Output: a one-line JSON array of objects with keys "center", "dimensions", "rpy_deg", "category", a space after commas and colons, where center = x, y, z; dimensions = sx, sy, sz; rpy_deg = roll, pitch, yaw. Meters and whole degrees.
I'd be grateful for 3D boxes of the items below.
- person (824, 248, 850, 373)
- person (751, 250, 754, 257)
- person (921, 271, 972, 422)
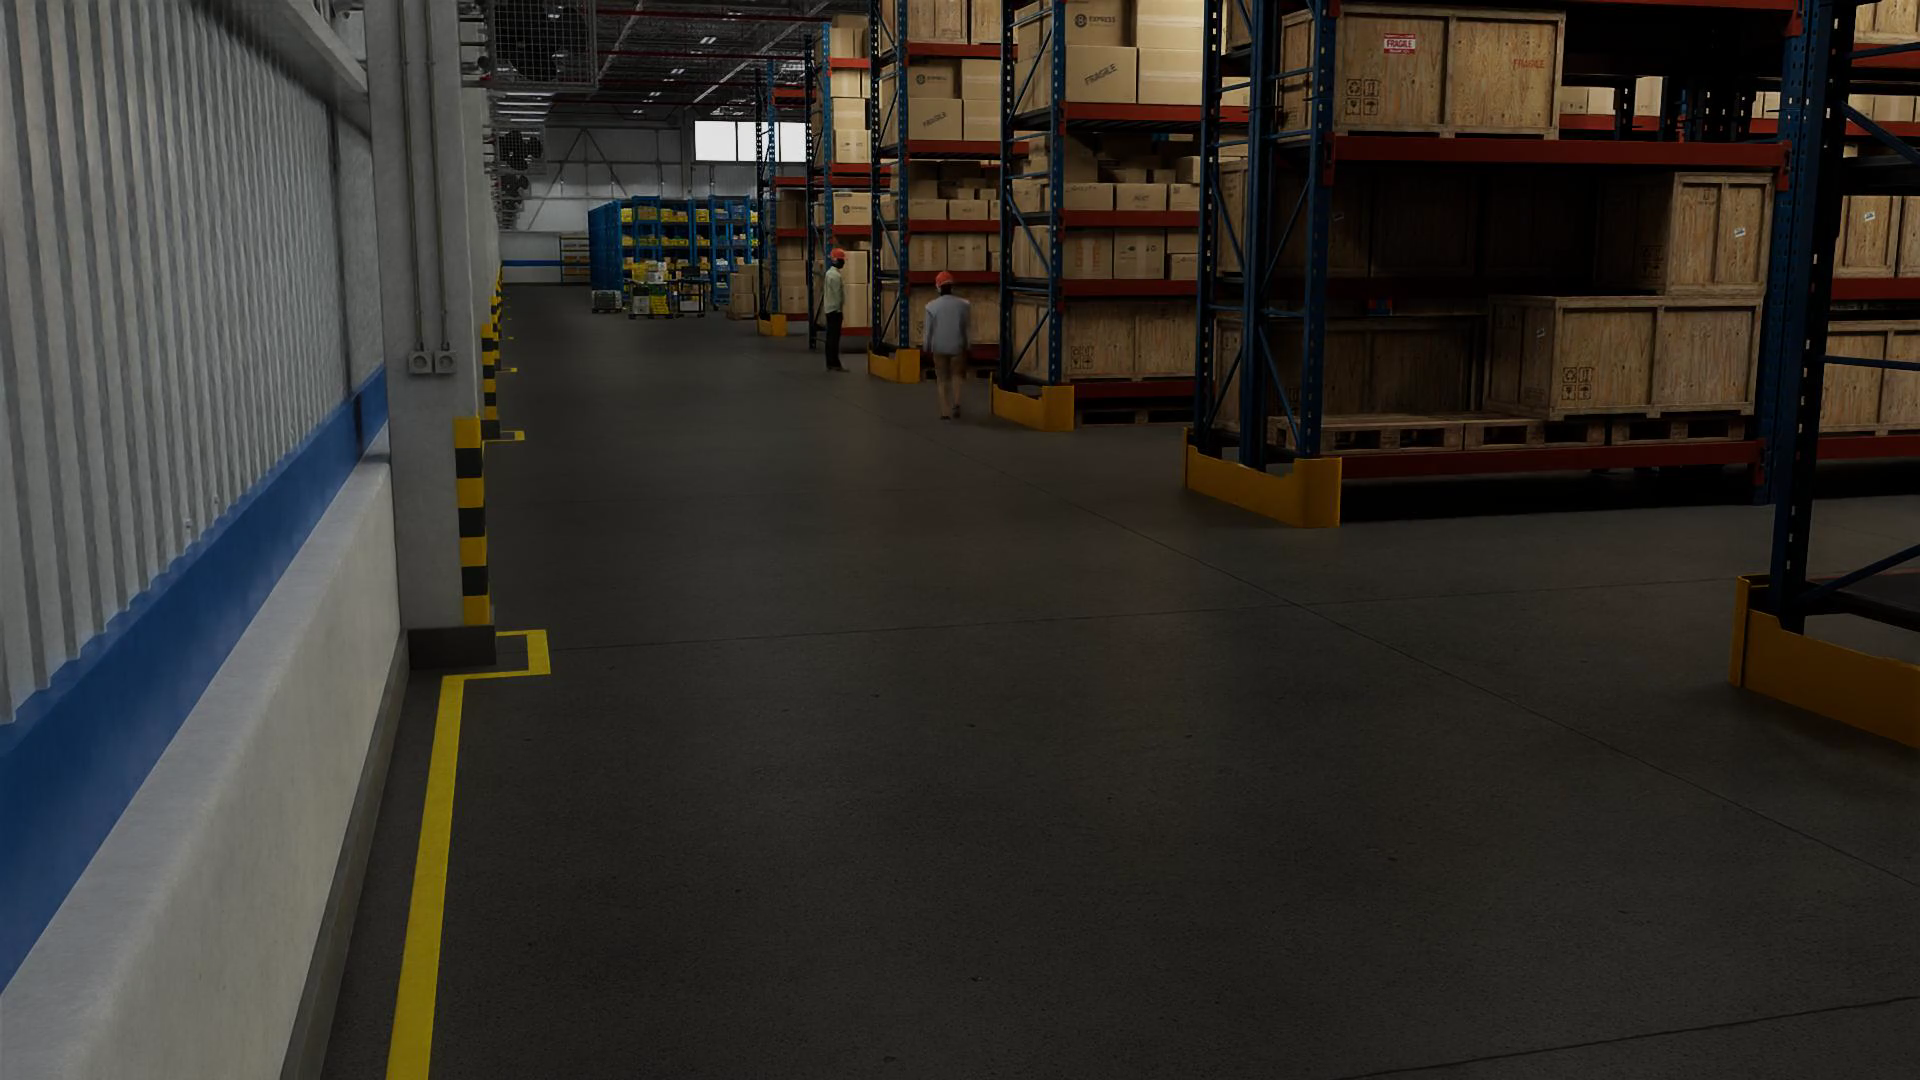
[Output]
[{"center": [-1.996, -3.693, 26.811], "dimensions": [0.391, 1.989, 0.610], "rpy_deg": [-3, 11, -18], "category": "person"}, {"center": [-9.126, -11.897, 73.669], "dimensions": [0.575, 1.843, 0.374], "rpy_deg": [-2, 10, -14], "category": "person"}, {"center": [-0.160, -2.233, 19.241], "dimensions": [0.594, 1.733, 0.419], "rpy_deg": [-3, 10, -15], "category": "person"}]
